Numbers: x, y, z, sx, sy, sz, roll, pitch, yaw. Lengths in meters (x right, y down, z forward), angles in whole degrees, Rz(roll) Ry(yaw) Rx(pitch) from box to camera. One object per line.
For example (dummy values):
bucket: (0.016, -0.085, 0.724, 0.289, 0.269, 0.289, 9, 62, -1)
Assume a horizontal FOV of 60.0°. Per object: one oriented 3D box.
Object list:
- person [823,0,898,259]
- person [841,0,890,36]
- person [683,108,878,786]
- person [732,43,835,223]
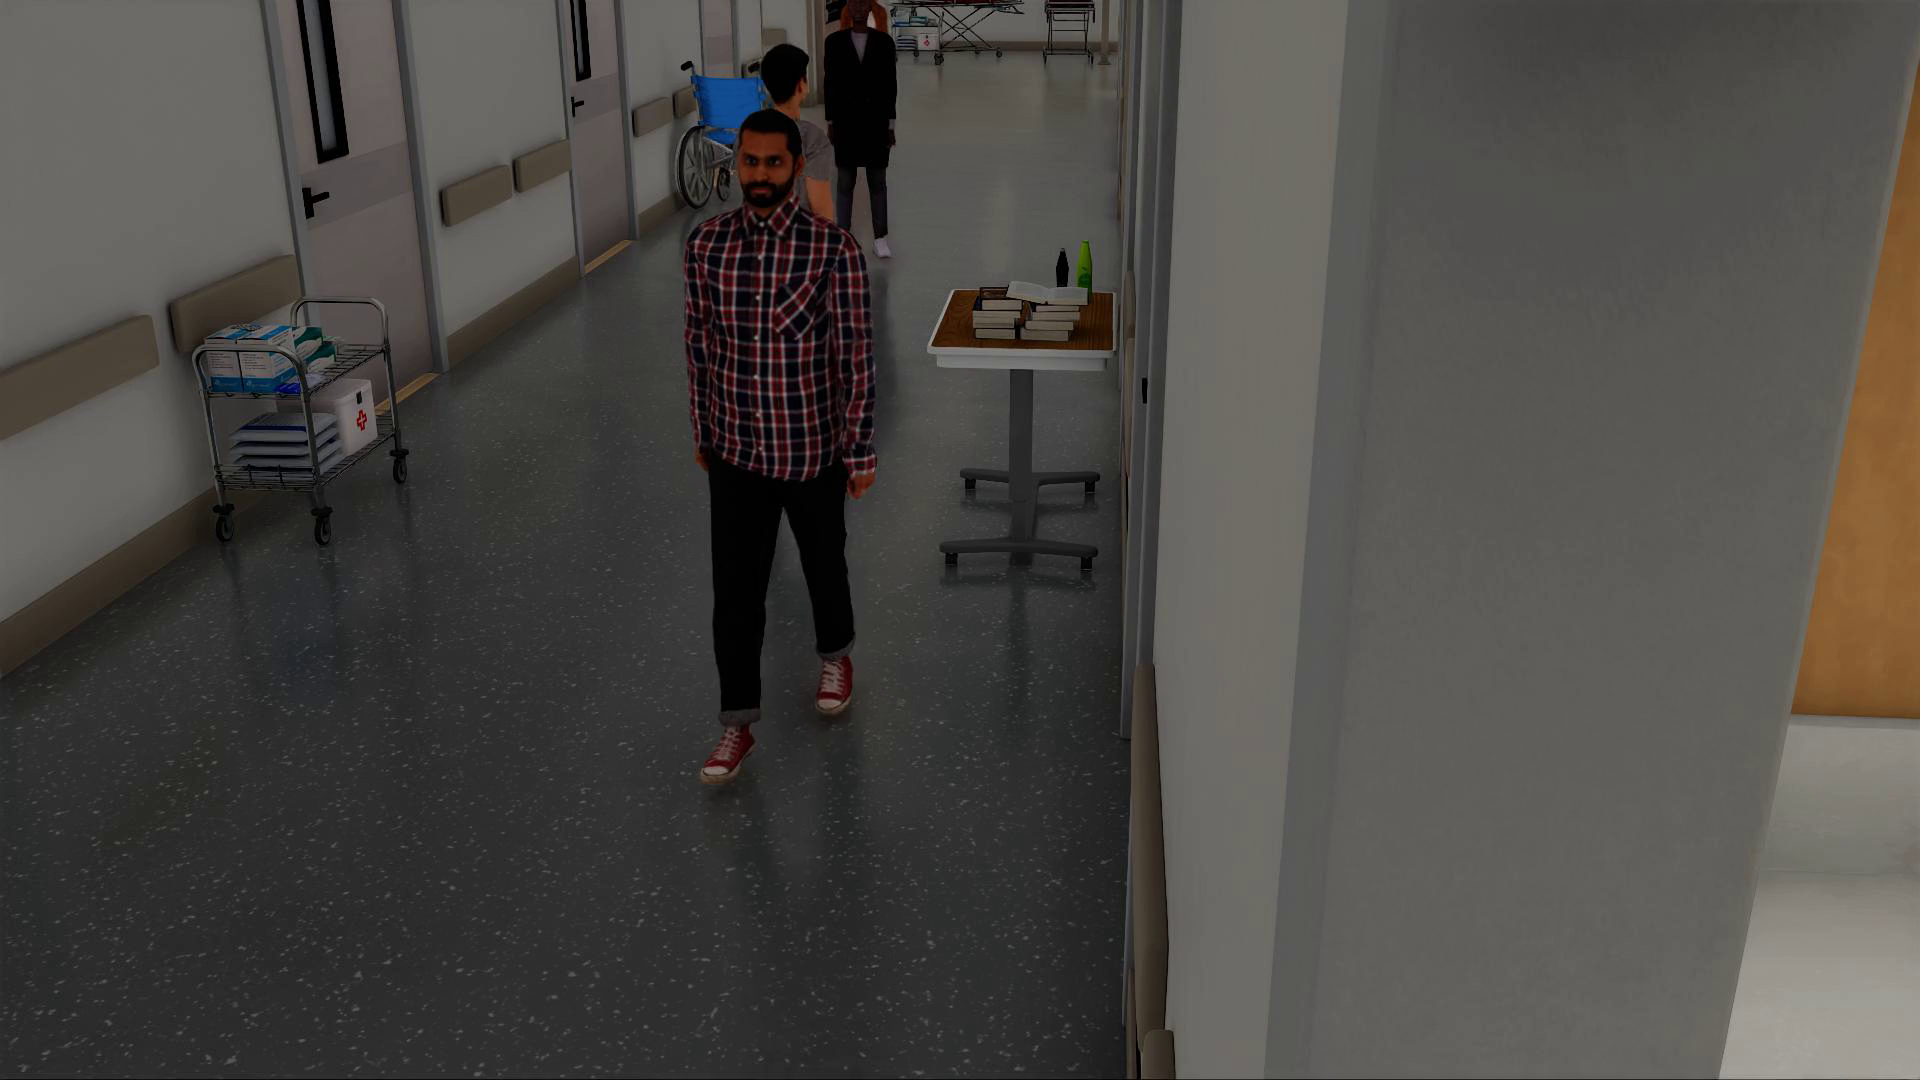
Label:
person: (-0.658, -2.784, 11.147, 0.676, 1.762, 0.605, -2, 21, -5)
person: (-0.874, -4.361, 15.387, 0.678, 1.707, 0.754, -1, 21, -4)
person: (-0.463, -0.277, 4.580, 0.774, 1.725, 1.040, 4, 21, 10)
person: (-0.767, -1.176, 7.006, 0.847, 1.689, 1.147, 9, 22, 22)
